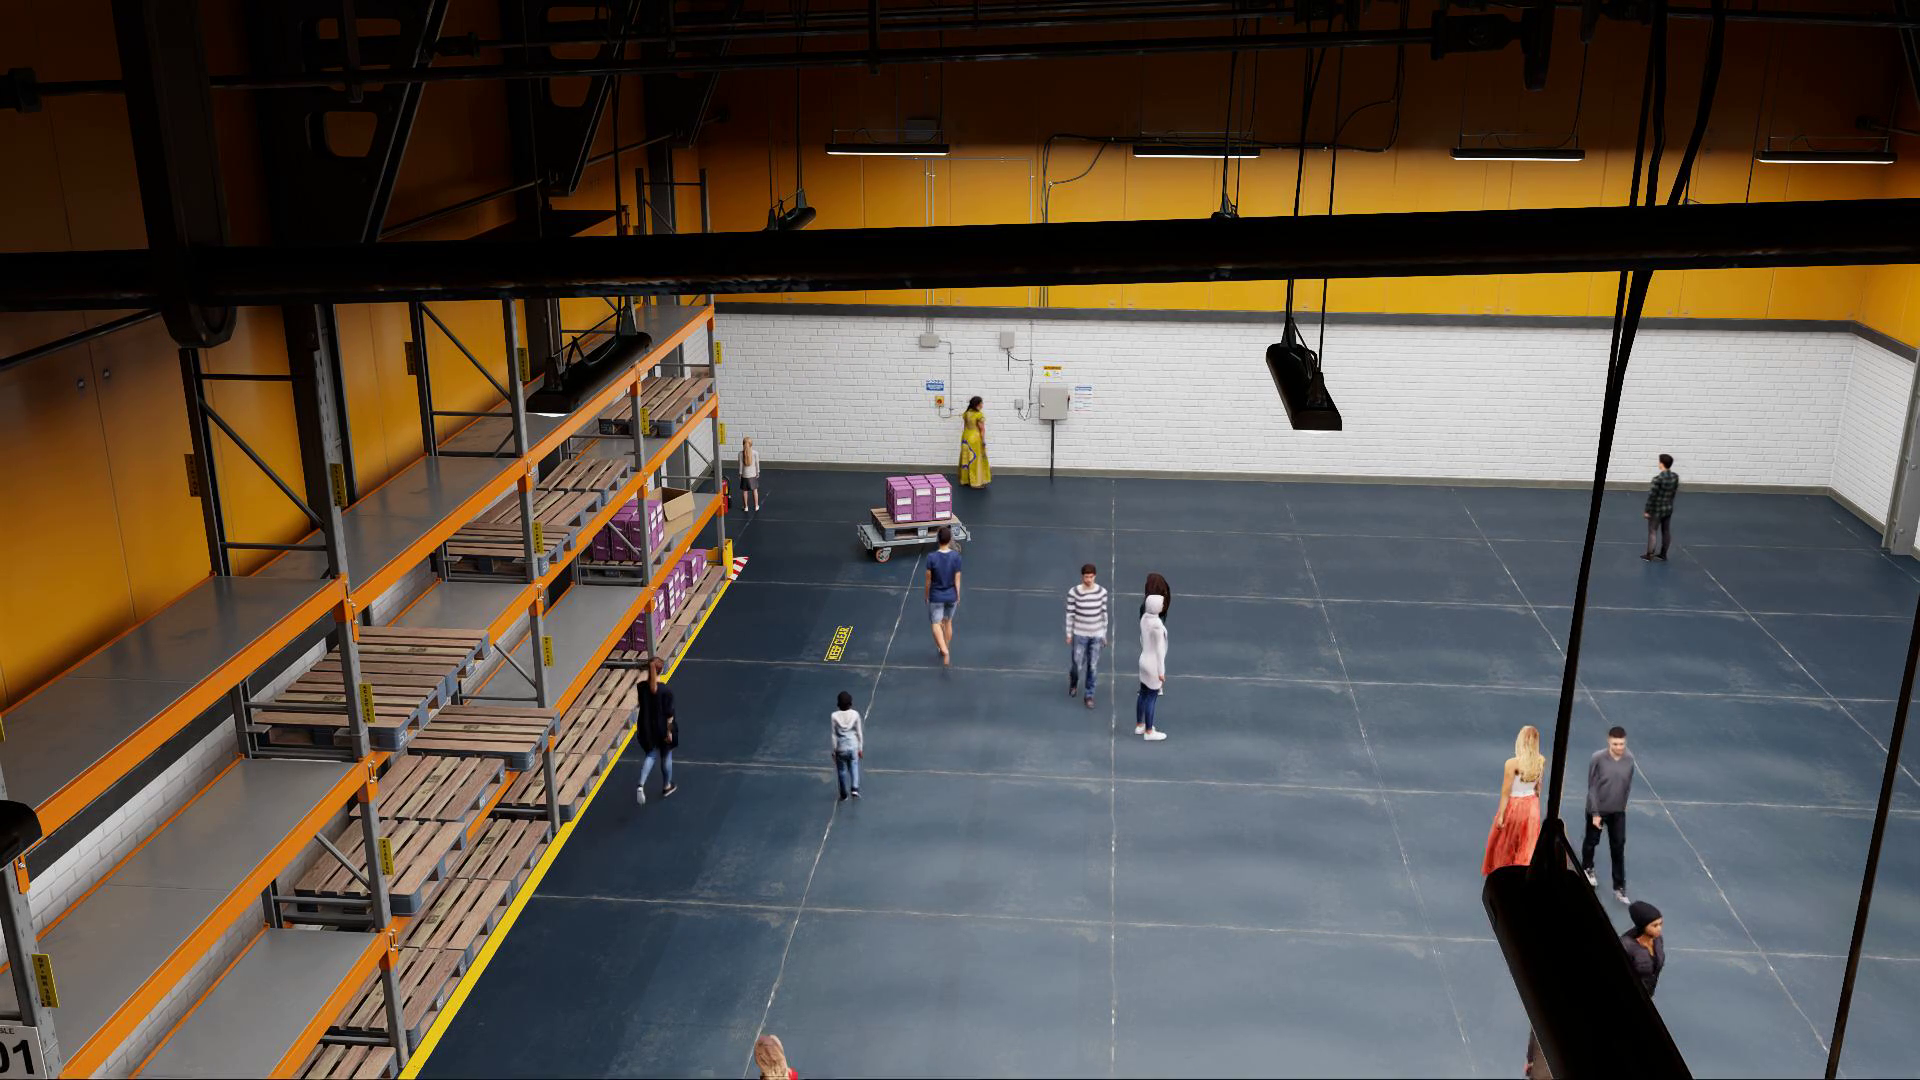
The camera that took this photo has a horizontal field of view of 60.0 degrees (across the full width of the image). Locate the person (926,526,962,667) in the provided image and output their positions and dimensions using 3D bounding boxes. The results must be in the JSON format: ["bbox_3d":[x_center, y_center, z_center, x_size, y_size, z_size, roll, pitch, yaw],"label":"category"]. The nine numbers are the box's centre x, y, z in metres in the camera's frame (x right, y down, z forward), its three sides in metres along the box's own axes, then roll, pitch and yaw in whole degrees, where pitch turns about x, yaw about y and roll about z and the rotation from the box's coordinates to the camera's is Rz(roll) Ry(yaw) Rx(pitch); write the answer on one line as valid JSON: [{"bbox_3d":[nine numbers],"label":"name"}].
[{"bbox_3d":[-0.203,0.759,21.485,0.816,1.827,1.070,-4,19,-11],"label":"person"}]

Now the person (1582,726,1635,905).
[{"bbox_3d":[6.252,2.585,16.208,0.658,1.735,1.001,0,19,0],"label":"person"}]

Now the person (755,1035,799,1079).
[{"bbox_3d":[-1.214,4.218,11.429,0.797,1.689,0.717,17,25,40],"label":"person"}]

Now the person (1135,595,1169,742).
[{"bbox_3d":[2.229,1.474,19.445,0.757,1.775,0.626,-7,20,-19],"label":"person"}]

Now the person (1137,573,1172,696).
[{"bbox_3d":[2.398,1.179,20.569,0.708,1.616,0.768,-15,24,-38],"label":"person"}]

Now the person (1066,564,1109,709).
[{"bbox_3d":[1.557,1.126,20.378,0.719,1.839,0.789,-2,19,-5],"label":"person"}]

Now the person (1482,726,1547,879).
[{"bbox_3d":[5.411,2.678,15.881,0.929,1.766,1.272,-6,19,-17],"label":"person"}]

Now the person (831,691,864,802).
[{"bbox_3d":[-1.227,2.255,17.945,0.572,1.252,0.643,-4,19,-13],"label":"person"}]

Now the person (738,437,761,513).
[{"bbox_3d":[-3.543,-1.119,27.925,0.574,1.276,0.601,-5,19,-13],"label":"person"}]

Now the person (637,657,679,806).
[{"bbox_3d":[-3.294,2.069,17.844,0.777,1.668,1.029,7,20,19],"label":"person"}]

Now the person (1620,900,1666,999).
[{"bbox_3d":[5.230,3.608,13.199,0.979,1.716,1.159,-9,20,-24],"label":"person"}]

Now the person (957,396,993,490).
[{"bbox_3d":[0.223,-1.732,29.150,0.989,1.655,1.045,15,24,38],"label":"person"}]

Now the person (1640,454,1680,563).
[{"bbox_3d":[10.770,-0.498,25.458,0.748,1.715,0.687,-6,20,-17],"label":"person"}]
